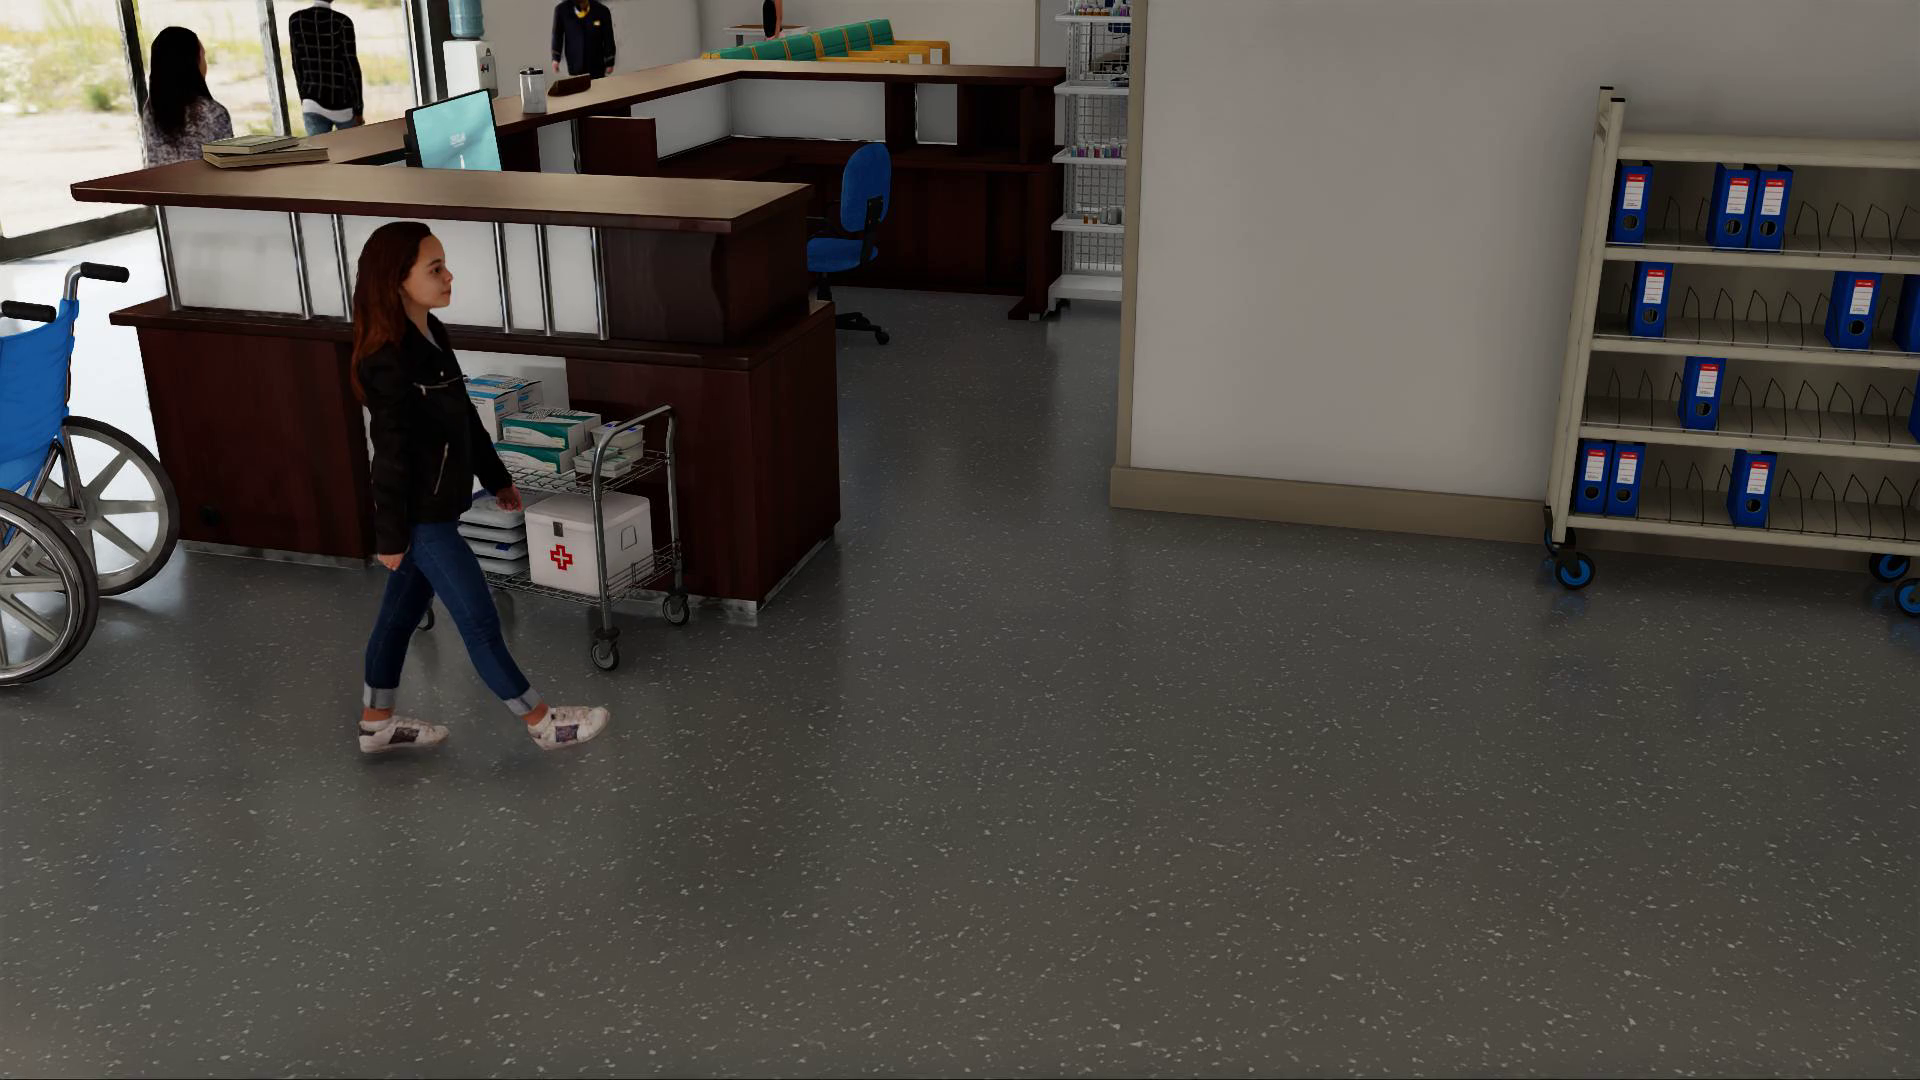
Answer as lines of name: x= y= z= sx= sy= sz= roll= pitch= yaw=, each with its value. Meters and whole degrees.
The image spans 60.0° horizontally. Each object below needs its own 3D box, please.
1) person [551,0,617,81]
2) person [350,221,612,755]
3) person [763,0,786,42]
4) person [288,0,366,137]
person: x=-3.435 y=-4.330 z=15.295 sx=1.103 sy=1.625 sz=0.964 roll=0 pitch=21 yaw=-1
person: x=-1.463 y=-0.079 z=4.324 sx=0.994 sy=1.446 sz=0.777 roll=-3 pitch=21 yaw=-7
person: x=-2.148 y=-5.792 z=19.240 sx=0.662 sy=1.566 sz=0.616 roll=-8 pitch=22 yaw=-21
person: x=-4.387 y=-2.958 z=11.464 sx=1.187 sy=1.773 sz=0.925 roll=1 pitch=21 yaw=2
